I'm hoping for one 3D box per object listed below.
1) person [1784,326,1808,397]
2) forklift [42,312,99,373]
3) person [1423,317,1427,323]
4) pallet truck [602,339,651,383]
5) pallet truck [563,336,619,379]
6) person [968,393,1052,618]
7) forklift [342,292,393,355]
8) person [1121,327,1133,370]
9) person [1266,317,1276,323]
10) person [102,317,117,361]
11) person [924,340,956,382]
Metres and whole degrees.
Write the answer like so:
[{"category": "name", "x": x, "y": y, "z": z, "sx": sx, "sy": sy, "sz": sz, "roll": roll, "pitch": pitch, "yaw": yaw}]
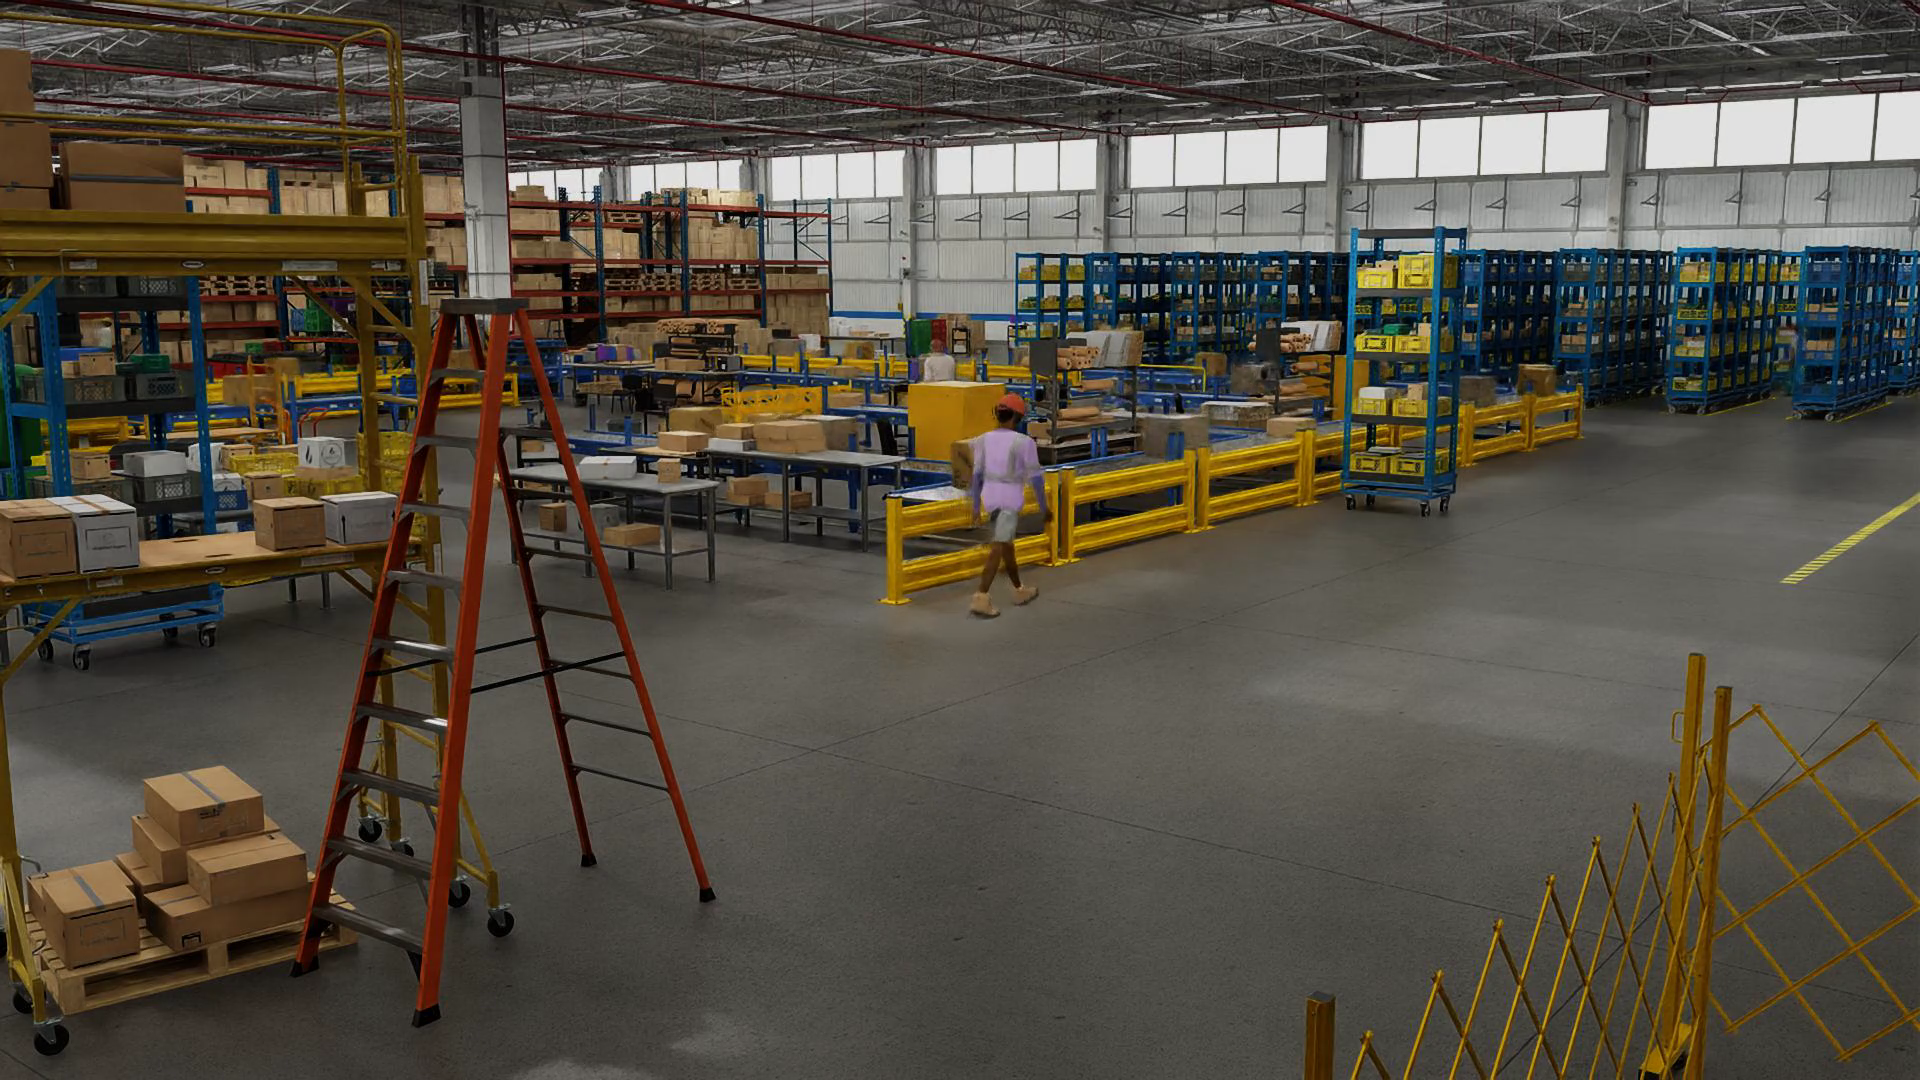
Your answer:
[{"category": "person", "x": 20.633, "y": -4.377, "z": 40.667, "sx": 0.857, "sy": 1.810, "sz": 0.594, "roll": 8, "pitch": 12, "yaw": 42}, {"category": "forklift", "x": -23.779, "y": -5.451, "z": 44.052, "sx": 1.873, "sy": 2.768, "sz": 1.129, "roll": 7, "pitch": 11, "yaw": 36}, {"category": "person", "x": 13.145, "y": -5.392, "z": 46.943, "sx": 0.599, "sy": 1.830, "sz": 0.403, "roll": 1, "pitch": 9, "yaw": 5}, {"category": "pallet truck", "x": -8.991, "y": -4.871, "z": 45.351, "sx": 0.653, "sy": 1.274, "sz": 1.630, "roll": 7, "pitch": 11, "yaw": 37}, {"category": "pallet truck", "x": -10.690, "y": -5.294, "z": 48.215, "sx": 1.601, "sy": 1.201, "sz": 0.680, "roll": -5, "pitch": 10, "yaw": -26}, {"category": "person", "x": 0.400, "y": -0.310, "z": 14.842, "sx": 0.622, "sy": 1.980, "sz": 1.098, "roll": 7, "pitch": 11, "yaw": 36}, {"category": "forklift", "x": -16.485, "y": -5.622, "z": 45.120, "sx": 1.129, "sy": 2.768, "sz": 1.873, "roll": 7, "pitch": 11, "yaw": 37}, {"category": "person", "x": 4.068, "y": -4.252, "z": 40.089, "sx": 0.459, "sy": 1.749, "sz": 0.530, "roll": 8, "pitch": 12, "yaw": 40}, {"category": "person", "x": 9.220, "y": -5.787, "z": 48.905, "sx": 0.608, "sy": 1.995, "sz": 0.377, "roll": -4, "pitch": 10, "yaw": -26}, {"category": "person", "x": -25.279, "y": -5.758, "z": 49.505, "sx": 0.530, "sy": 1.747, "sz": 0.632, "roll": 6, "pitch": 11, "yaw": 35}, {"category": "person", "x": -0.389, "y": -2.506, "z": 28.728, "sx": 0.638, "sy": 1.902, "sz": 0.406, "roll": -7, "pitch": 12, "yaw": -37}]
